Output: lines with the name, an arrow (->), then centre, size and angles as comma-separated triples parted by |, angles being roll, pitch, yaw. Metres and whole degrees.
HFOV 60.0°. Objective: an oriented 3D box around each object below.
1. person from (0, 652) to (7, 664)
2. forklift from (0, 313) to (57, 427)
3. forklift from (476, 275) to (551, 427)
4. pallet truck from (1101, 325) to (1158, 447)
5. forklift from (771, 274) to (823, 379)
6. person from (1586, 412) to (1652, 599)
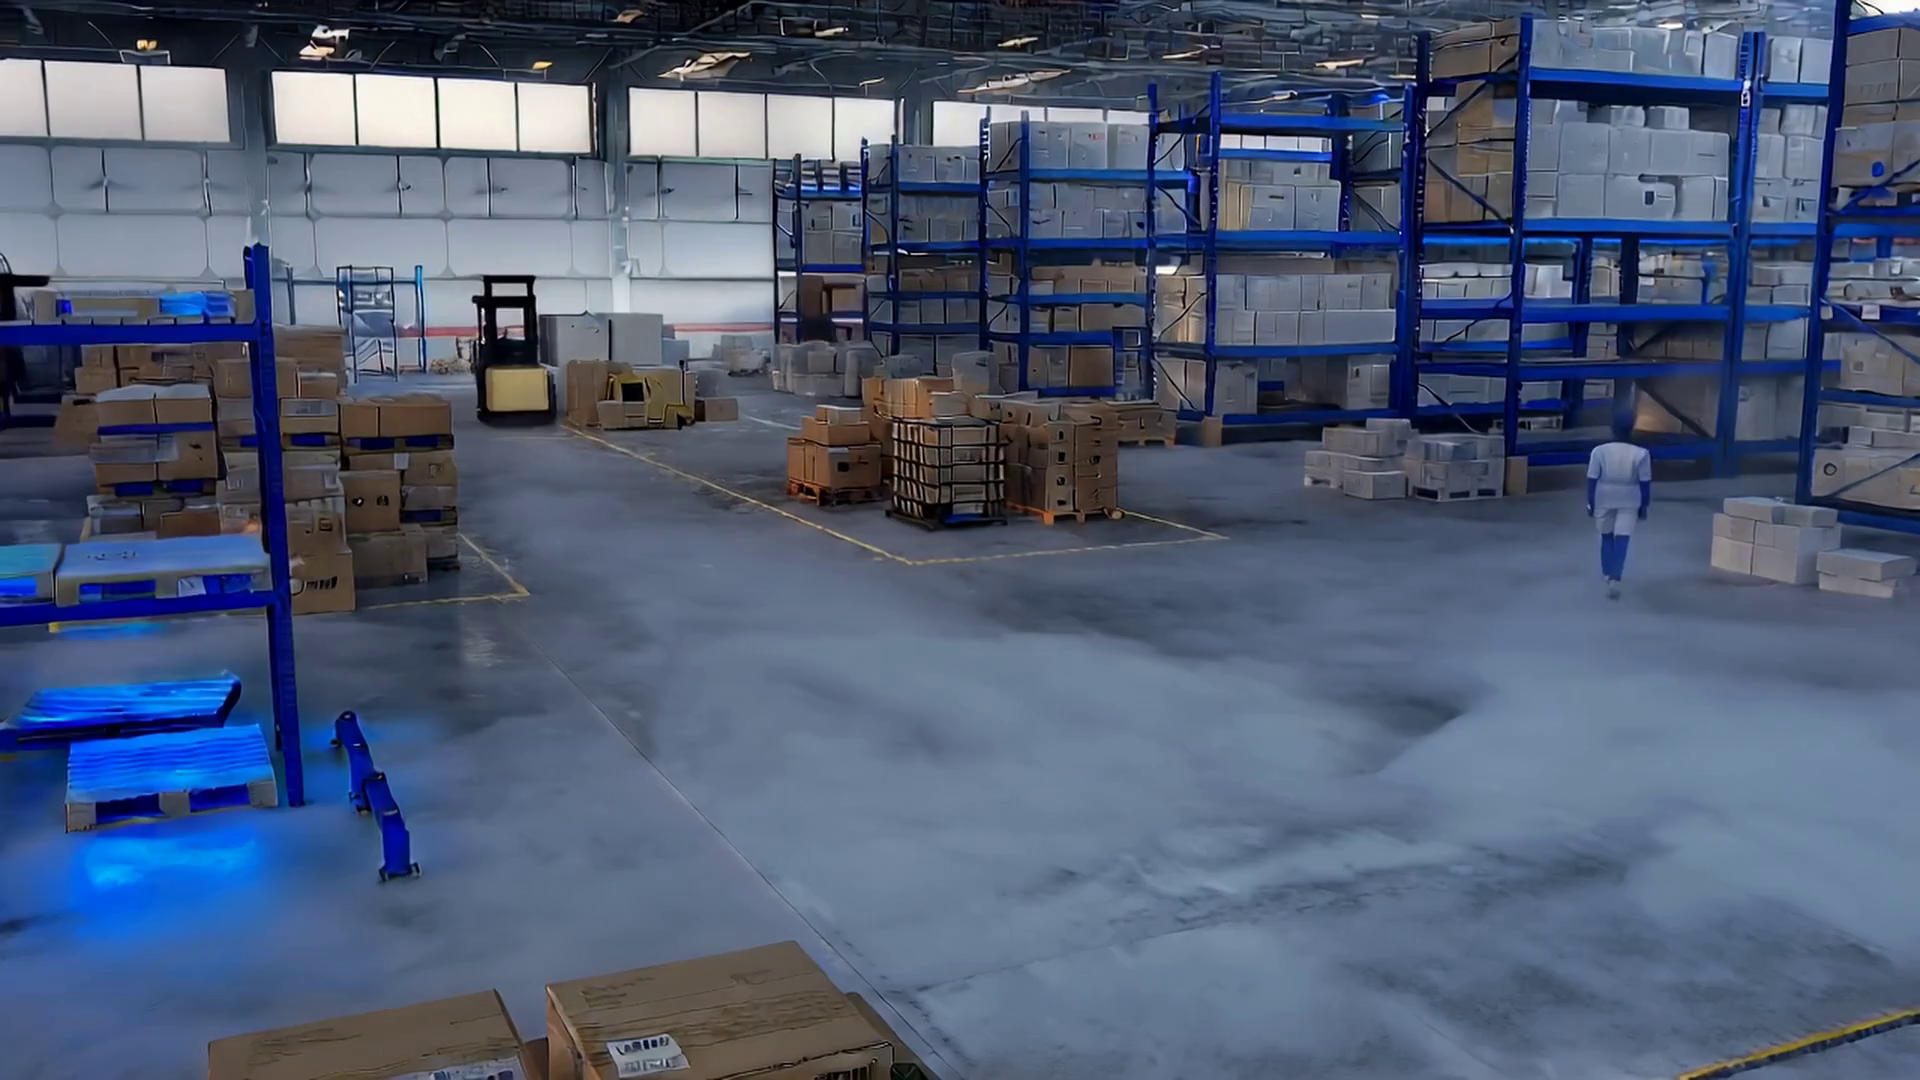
person -> -6.962, 0.082, 11.505 | 0.587, 1.934, 0.631 | 0, 9, 2
forklift -> -17.916, -3.491, 30.748 | 1.873, 2.768, 1.129 | -4, 10, -25
forklift -> -8.496, -3.612, 31.496 | 1.129, 2.768, 1.873 | -4, 10, -25
pallet truck -> 2.881, -2.596, 27.923 | 0.823, 1.965, 1.885 | -1, 9, -7
forklift -> -3.844, -5.435, 42.806 | 1.873, 2.768, 1.129 | -4, 10, -25
person -> 5.868, -0.317, 14.850 | 0.540, 1.655, 0.863 | 5, 10, 27
